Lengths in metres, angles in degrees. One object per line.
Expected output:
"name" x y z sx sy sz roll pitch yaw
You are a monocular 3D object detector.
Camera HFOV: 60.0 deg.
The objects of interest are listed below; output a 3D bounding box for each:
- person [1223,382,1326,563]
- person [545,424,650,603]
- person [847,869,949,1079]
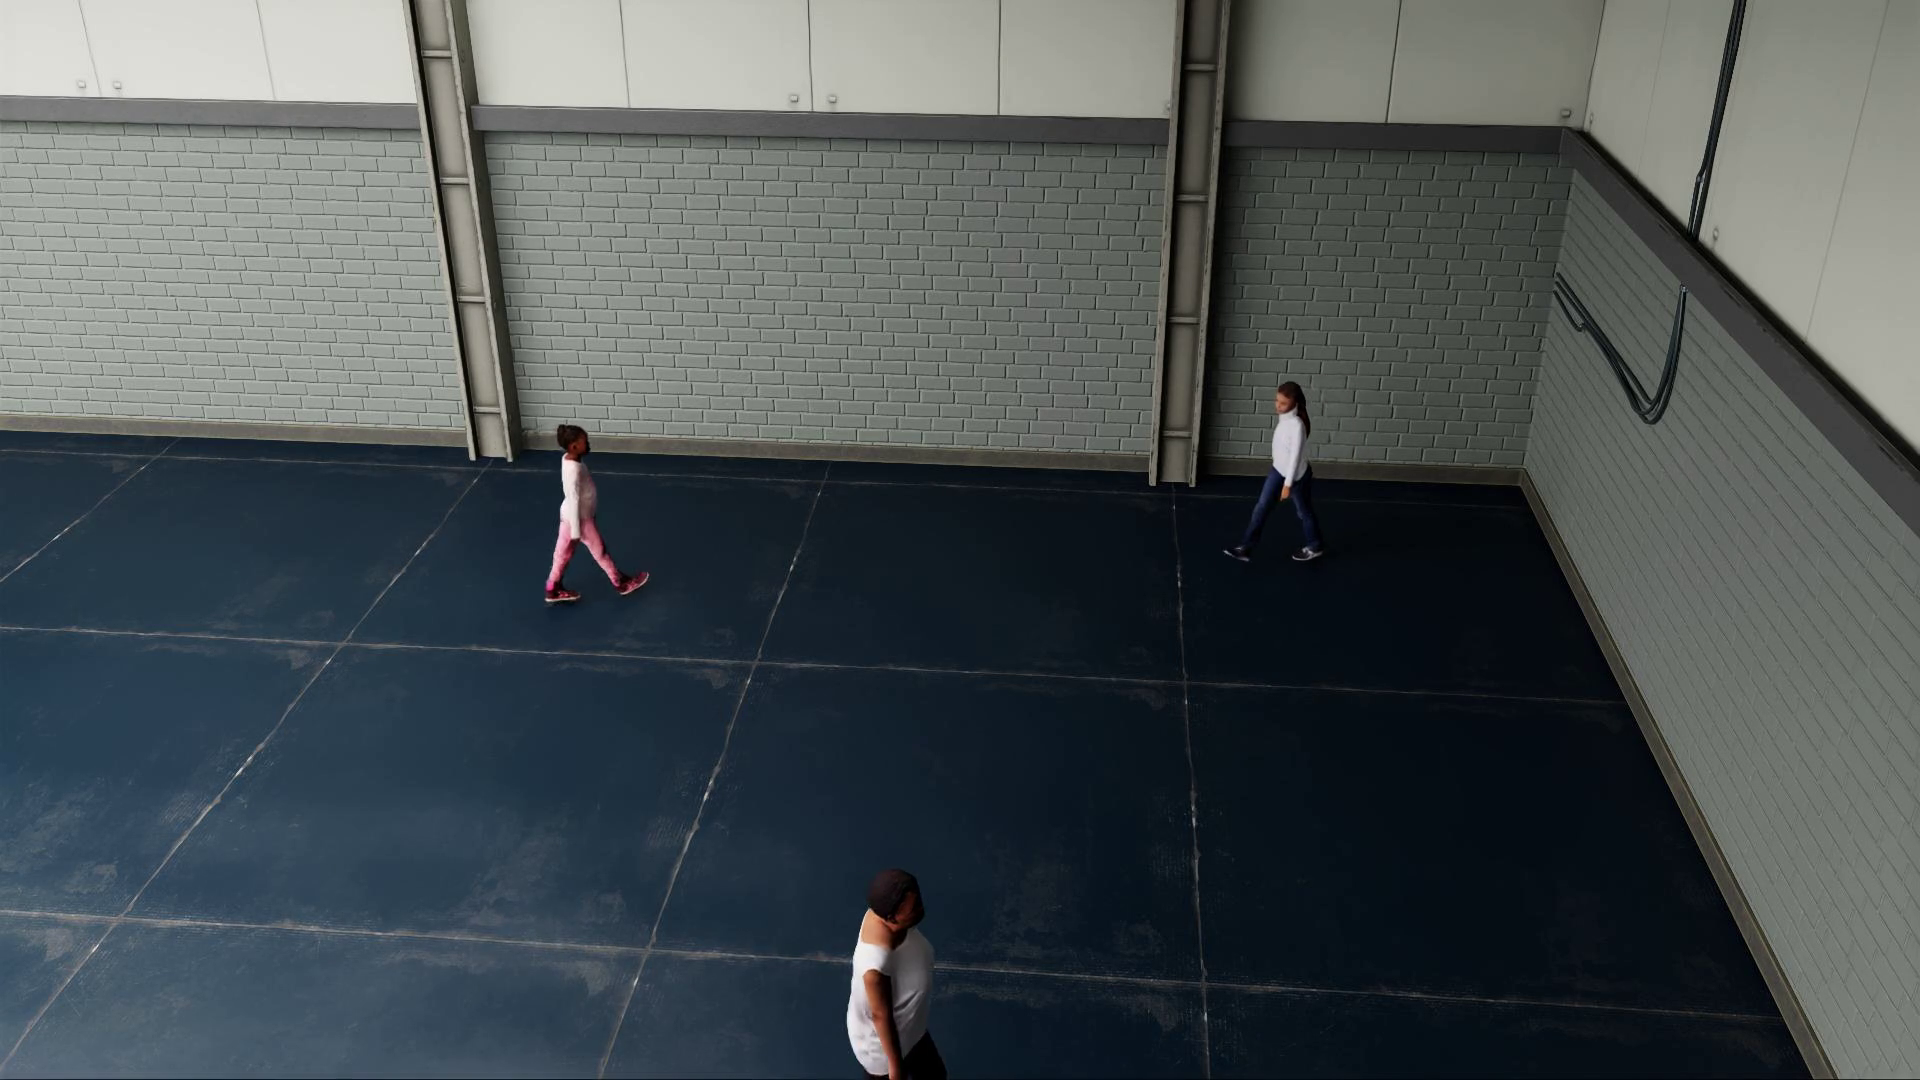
"person" 2.590 -0.494 12.671 1.133 1.508 0.838 -9 28 -16
"person" -2.856 -0.160 12.125 1.070 1.414 0.828 -9 29 -17
"person" -0.356 2.136 7.385 0.773 1.672 0.692 4 28 8
